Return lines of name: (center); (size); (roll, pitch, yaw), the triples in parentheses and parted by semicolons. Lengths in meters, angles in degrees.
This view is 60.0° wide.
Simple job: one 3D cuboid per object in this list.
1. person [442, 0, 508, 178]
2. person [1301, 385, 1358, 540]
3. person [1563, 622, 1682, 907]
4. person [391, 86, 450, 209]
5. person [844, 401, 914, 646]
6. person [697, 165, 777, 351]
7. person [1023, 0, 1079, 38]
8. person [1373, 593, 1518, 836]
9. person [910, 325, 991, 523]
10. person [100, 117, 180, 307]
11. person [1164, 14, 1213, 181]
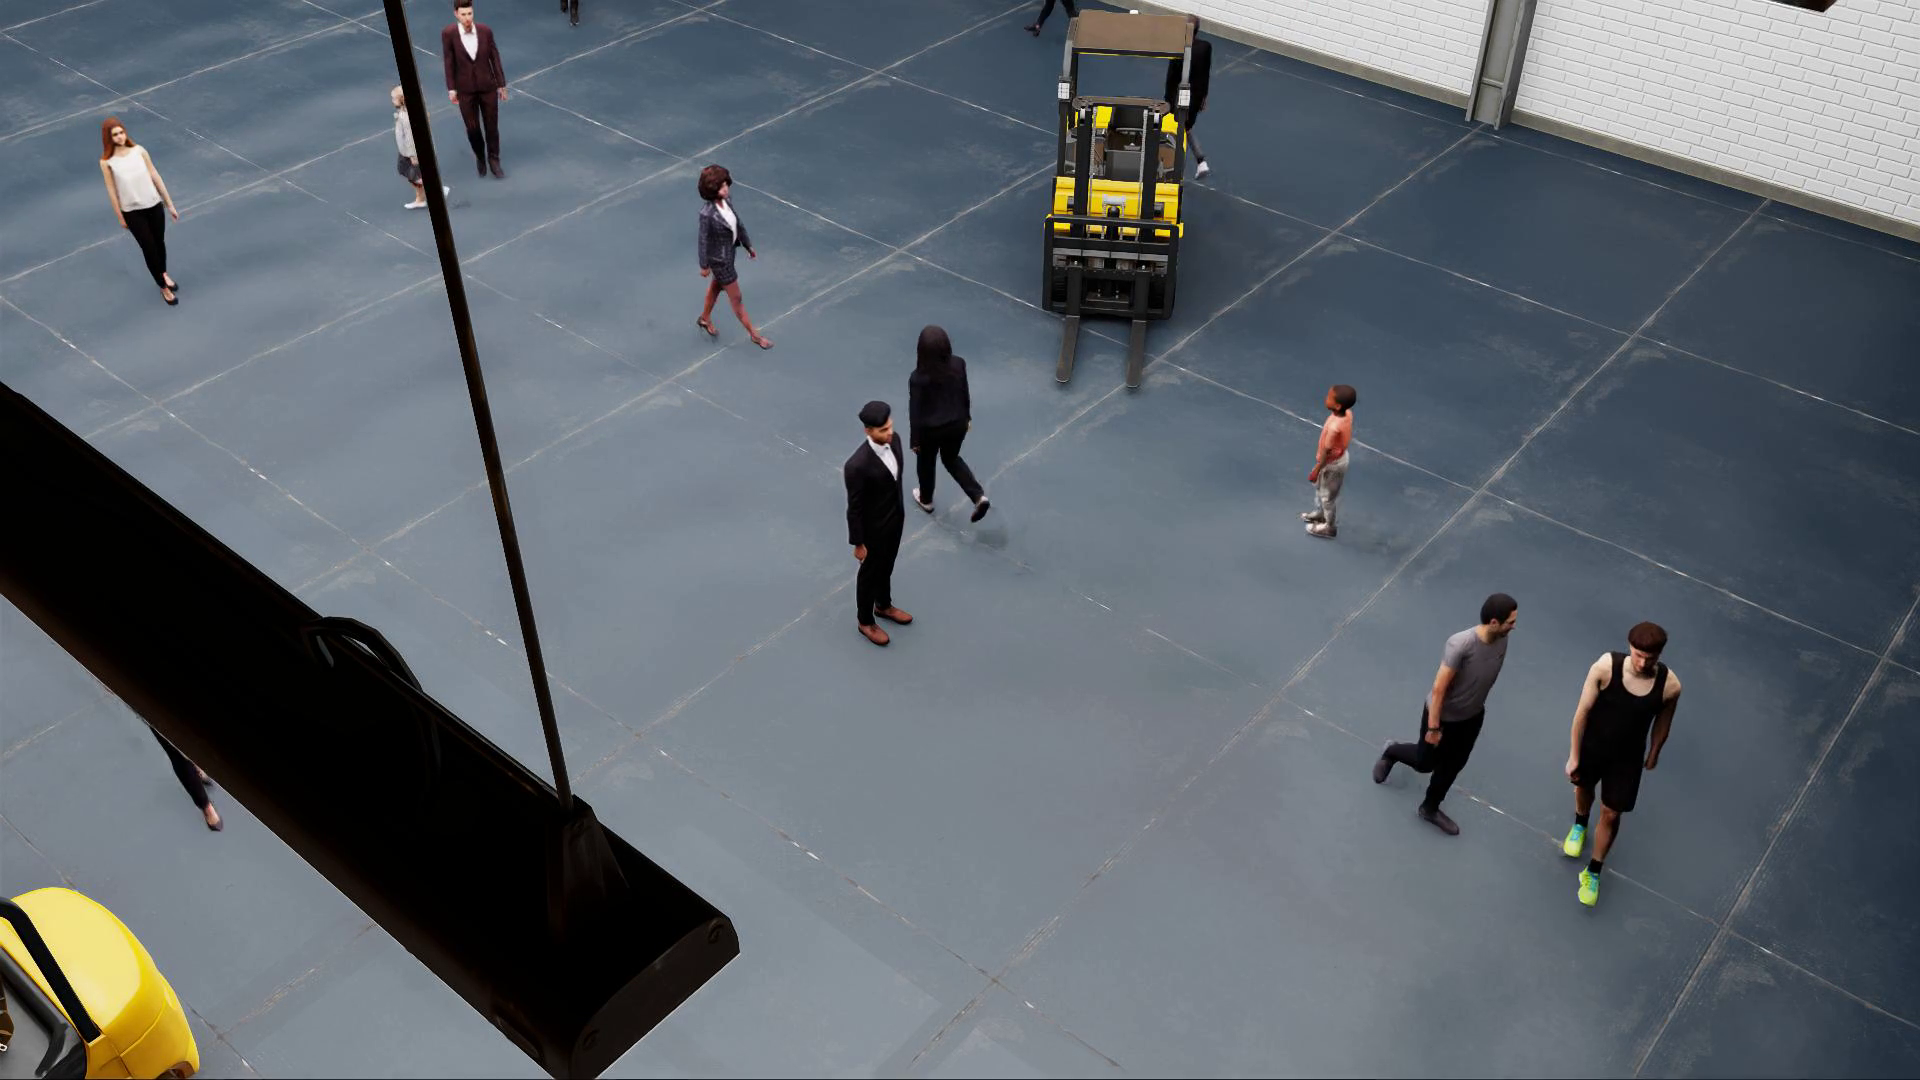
person: (-4.868, -4.566, 16.675); (0.819, 1.855, 0.802); (-15, 41, -18)
person: (2.773, -0.555, 12.098); (0.573, 1.298, 0.546); (19, 42, 22)
person: (3.745, 1.117, 9.547); (0.926, 1.870, 0.858); (17, 42, 20)
person: (-5.284, -3.811, 16.202); (0.759, 1.265, 0.726); (-9, 40, -11)
person: (-0.548, -0.146, 11.120); (0.593, 1.882, 0.731); (21, 43, 24)
person: (-2.085, -2.394, 14.116); (1.105, 1.655, 0.834); (13, 40, 16)
person: (1.268, -6.501, 19.289); (1.089, 1.618, 0.780); (16, 41, 19)
person: (2.881, 0.978, 9.840); (0.880, 1.721, 1.019); (-15, 41, -18)
person: (-0.084, -0.785, 12.154); (0.822, 1.589, 1.031); (-27, 46, -30)
person: (-7.315, -2.969, 14.800); (0.815, 1.700, 0.626); (30, 47, 32)
person: (2.269, -4.296, 16.422); (0.772, 1.750, 0.889); (-23, 44, -26)
